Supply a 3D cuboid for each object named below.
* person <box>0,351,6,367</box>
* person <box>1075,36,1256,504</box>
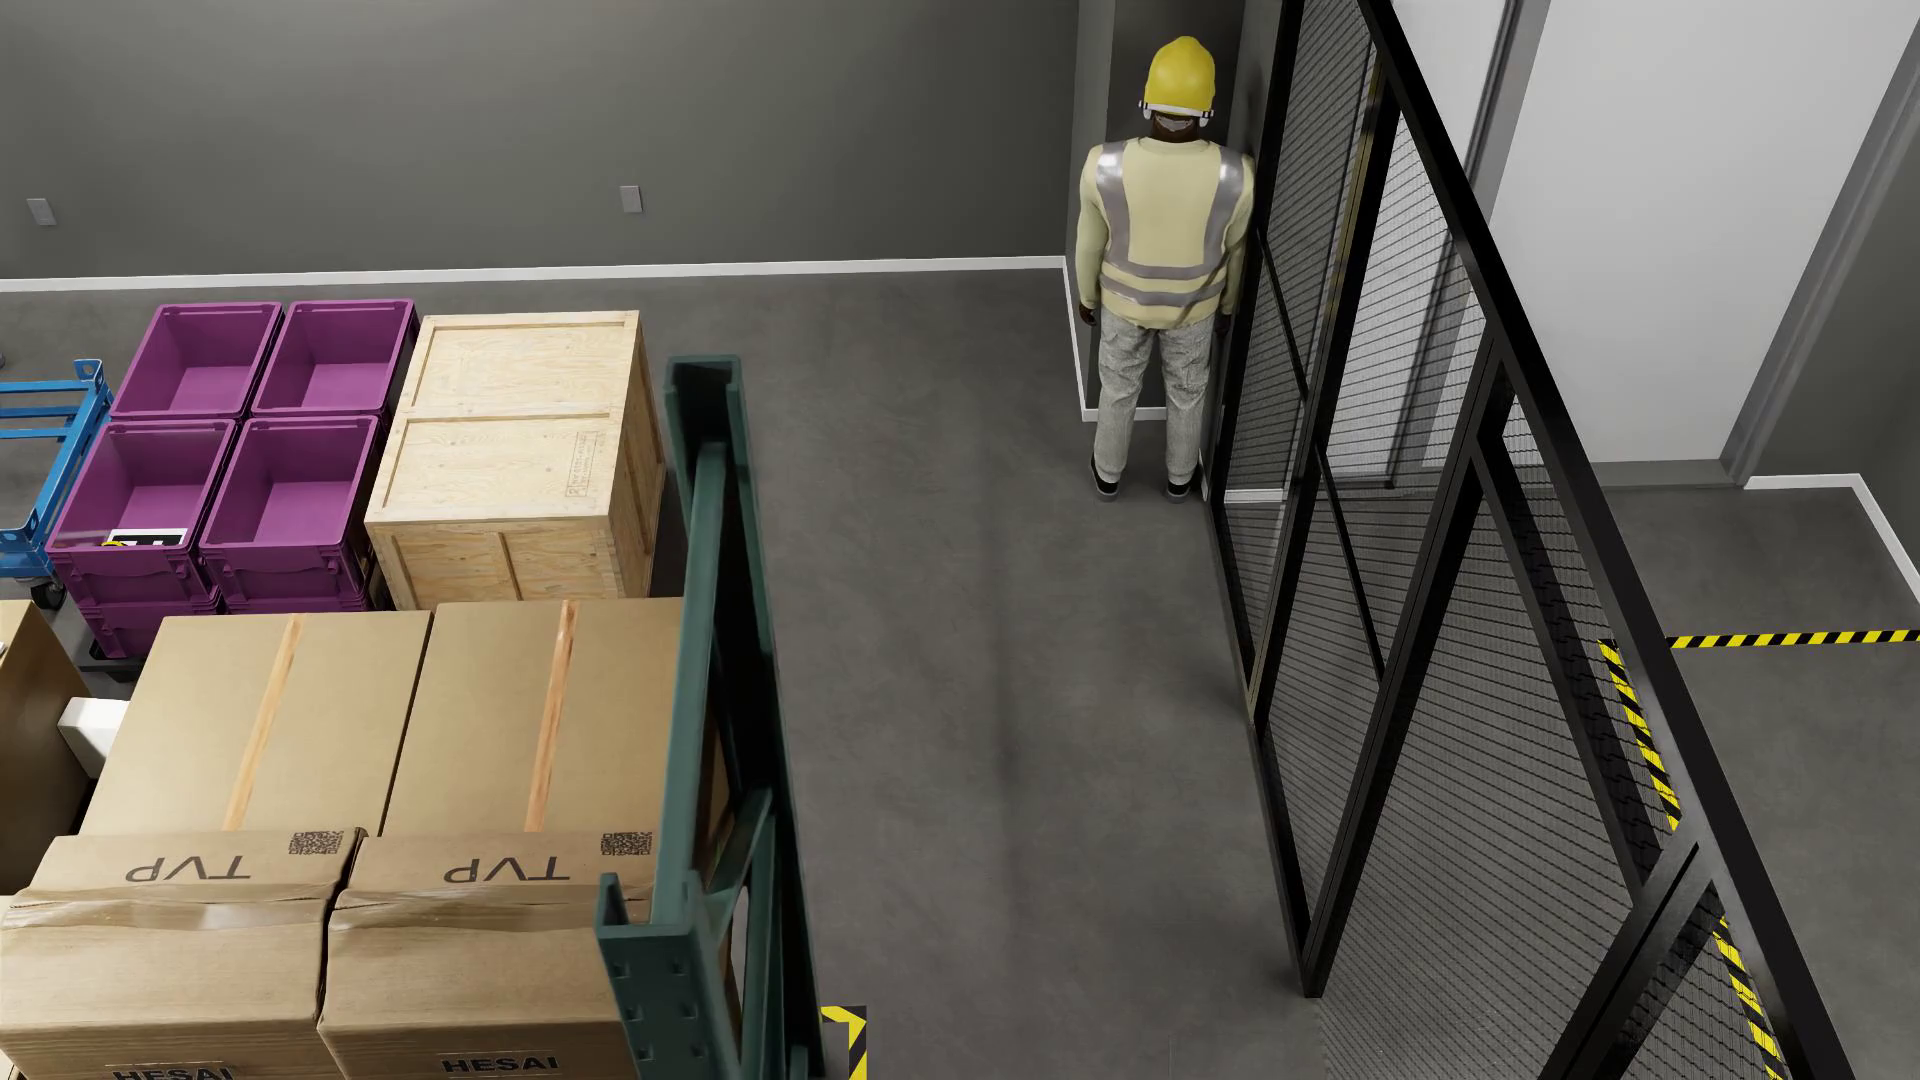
[{"bbox_3d":[-4.038,-1.267,5.966,0.372,1.940,0.631,-4,46,-3],"label":"person"},{"bbox_3d":[0.680,-0.854,5.644,0.587,1.833,0.404,4,46,4],"label":"person"}]
